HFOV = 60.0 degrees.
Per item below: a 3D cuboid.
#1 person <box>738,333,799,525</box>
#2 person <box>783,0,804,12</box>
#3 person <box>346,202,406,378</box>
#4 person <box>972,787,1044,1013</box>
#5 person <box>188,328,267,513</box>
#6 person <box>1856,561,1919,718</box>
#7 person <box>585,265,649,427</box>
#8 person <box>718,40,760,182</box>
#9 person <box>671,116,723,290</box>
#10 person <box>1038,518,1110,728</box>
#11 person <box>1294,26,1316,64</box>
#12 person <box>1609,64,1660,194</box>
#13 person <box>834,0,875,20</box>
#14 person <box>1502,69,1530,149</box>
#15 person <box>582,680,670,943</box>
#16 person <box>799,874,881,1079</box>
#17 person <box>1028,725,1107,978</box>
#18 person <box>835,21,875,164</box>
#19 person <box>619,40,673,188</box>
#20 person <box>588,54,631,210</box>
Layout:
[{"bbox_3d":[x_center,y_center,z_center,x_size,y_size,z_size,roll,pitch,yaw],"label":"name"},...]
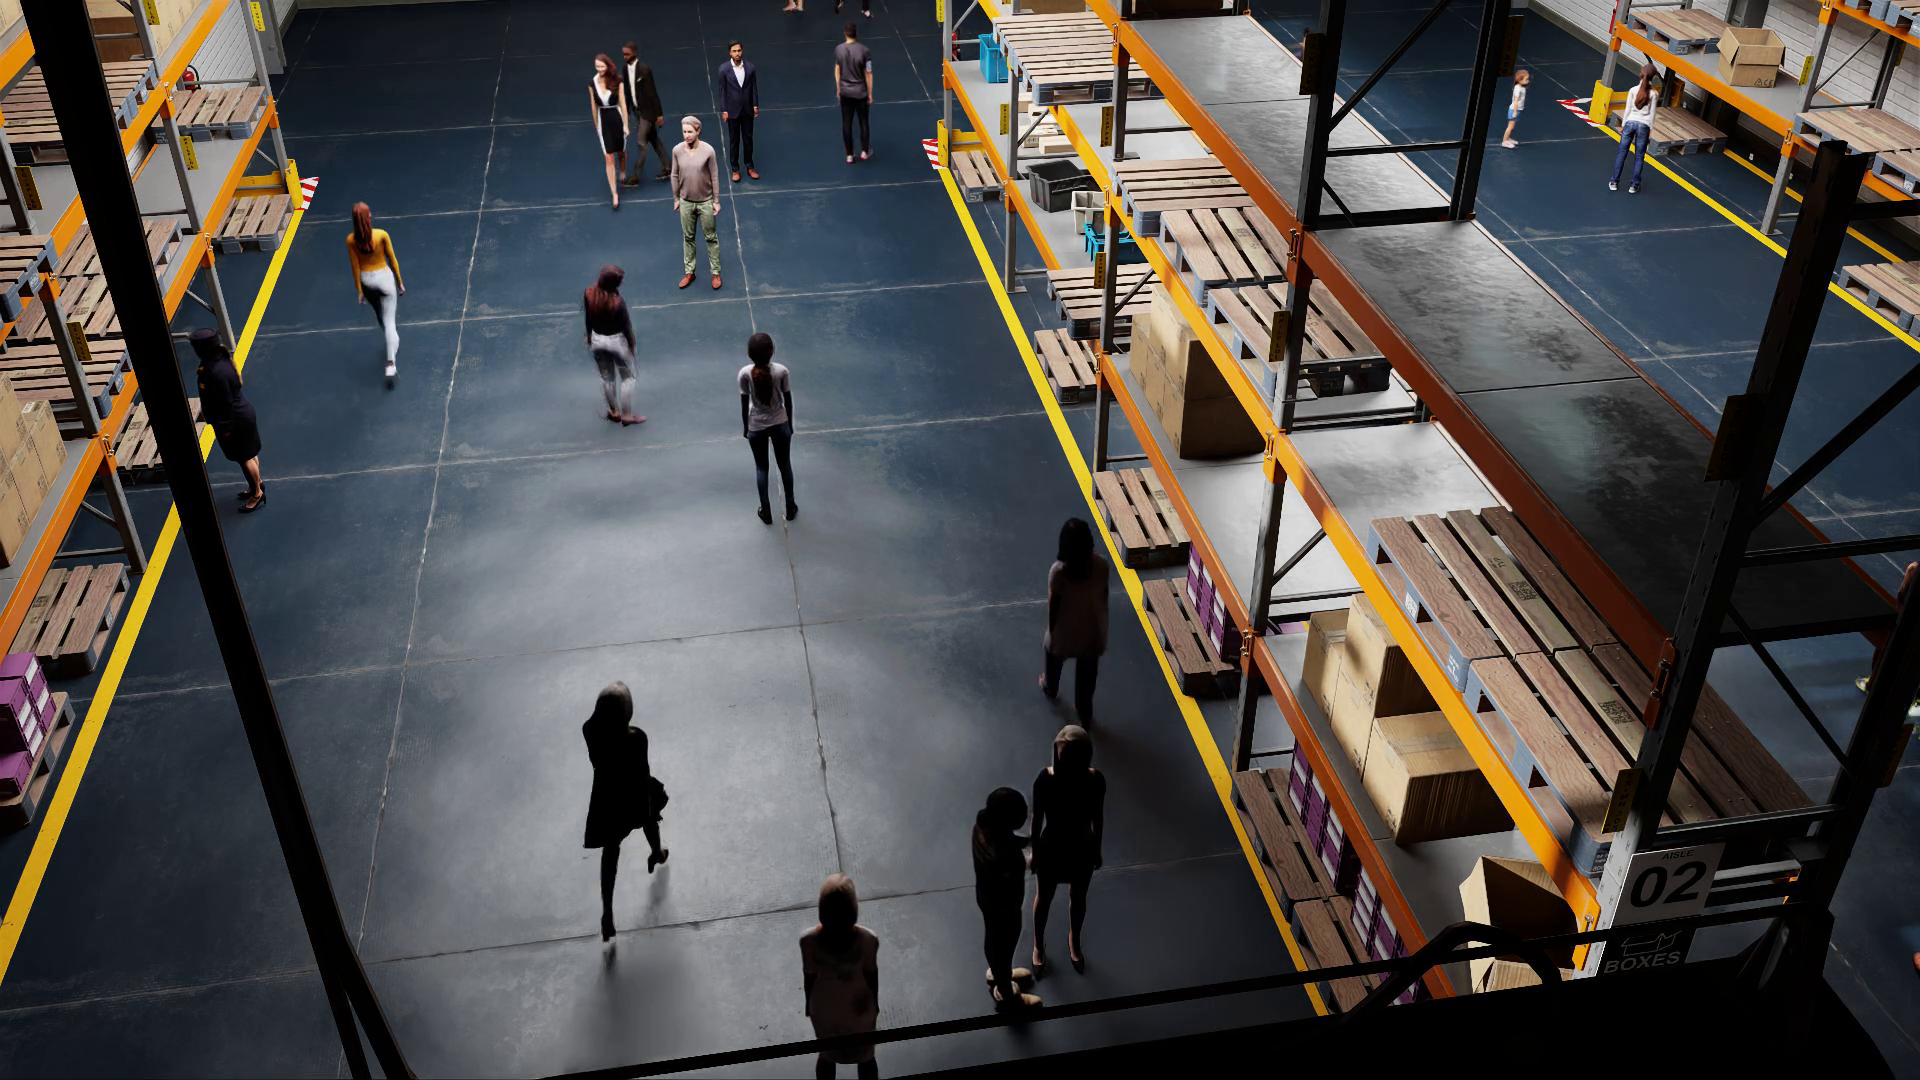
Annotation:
[{"bbox_3d":[-1.595,-0.936,13.869,0.574,1.721,0.505,-6,34,-9],"label":"person"},{"bbox_3d":[-2.605,-9.178,26.423,0.731,1.549,0.630,7,34,11],"label":"person"},{"bbox_3d":[-5.613,-2.390,16.068,0.604,1.708,1.188,-7,34,-10],"label":"person"},{"bbox_3d":[0.216,2.056,9.420,0.664,1.662,0.610,8,35,12],"label":"person"},{"bbox_3d":[-6.144,-1.022,14.048,0.783,1.666,0.605,-10,35,-14],"label":"person"},{"bbox_3d":[6.778,0.582,11.752,0.648,1.536,0.883,0,34,1],"label":"person"},{"bbox_3d":[-3.227,-1.806,15.297,0.750,1.589,0.708,1,34,1],"label":"person"},{"bbox_3d":[-2.703,-5.285,20.407,0.683,1.727,0.609,-13,36,-19],"label":"person"},{"bbox_3d":[-2.807,-3.619,17.766,0.738,1.876,0.701,3,34,5],"label":"person"},{"bbox_3d":[0.837,0.622,11.653,0.627,1.580,0.835,-6,34,-9],"label":"person"},{"bbox_3d":[4.210,-5.380,20.429,0.826,1.860,0.790,-15,36,-21],"label":"person"},{"bbox_3d":[8.172,-4.982,20.103,0.634,1.558,0.680,17,37,23],"label":"person"},{"bbox_3d":[-1.625,-8.911,25.881,0.848,1.704,0.945,-19,38,-26],"label":"person"},{"bbox_3d":[7.188,-5.590,21.508,0.538,1.016,0.464,16,37,23],"label":"person"},{"bbox_3d":[-2.071,1.626,10.032,0.851,1.700,1.227,5,34,8],"label":"person"},{"bbox_3d":[-0.613,2.449,8.752,0.600,1.748,0.566,0,34,1],"label":"person"},{"bbox_3d":[0.619,1.804,9.648,0.601,1.829,0.526,-3,34,-4],"label":"person"},{"bbox_3d":[-1.348,-5.590,20.836,0.734,1.759,0.742,4,34,6],"label":"person"},{"bbox_3d":[-3.763,-5.221,20.281,1.110,1.760,1.082,29,43,36],"label":"person"},{"bbox_3d":[-4.124,-4.919,19.830,0.636,1.755,1.121,-3,34,-4],"label":"person"}]
